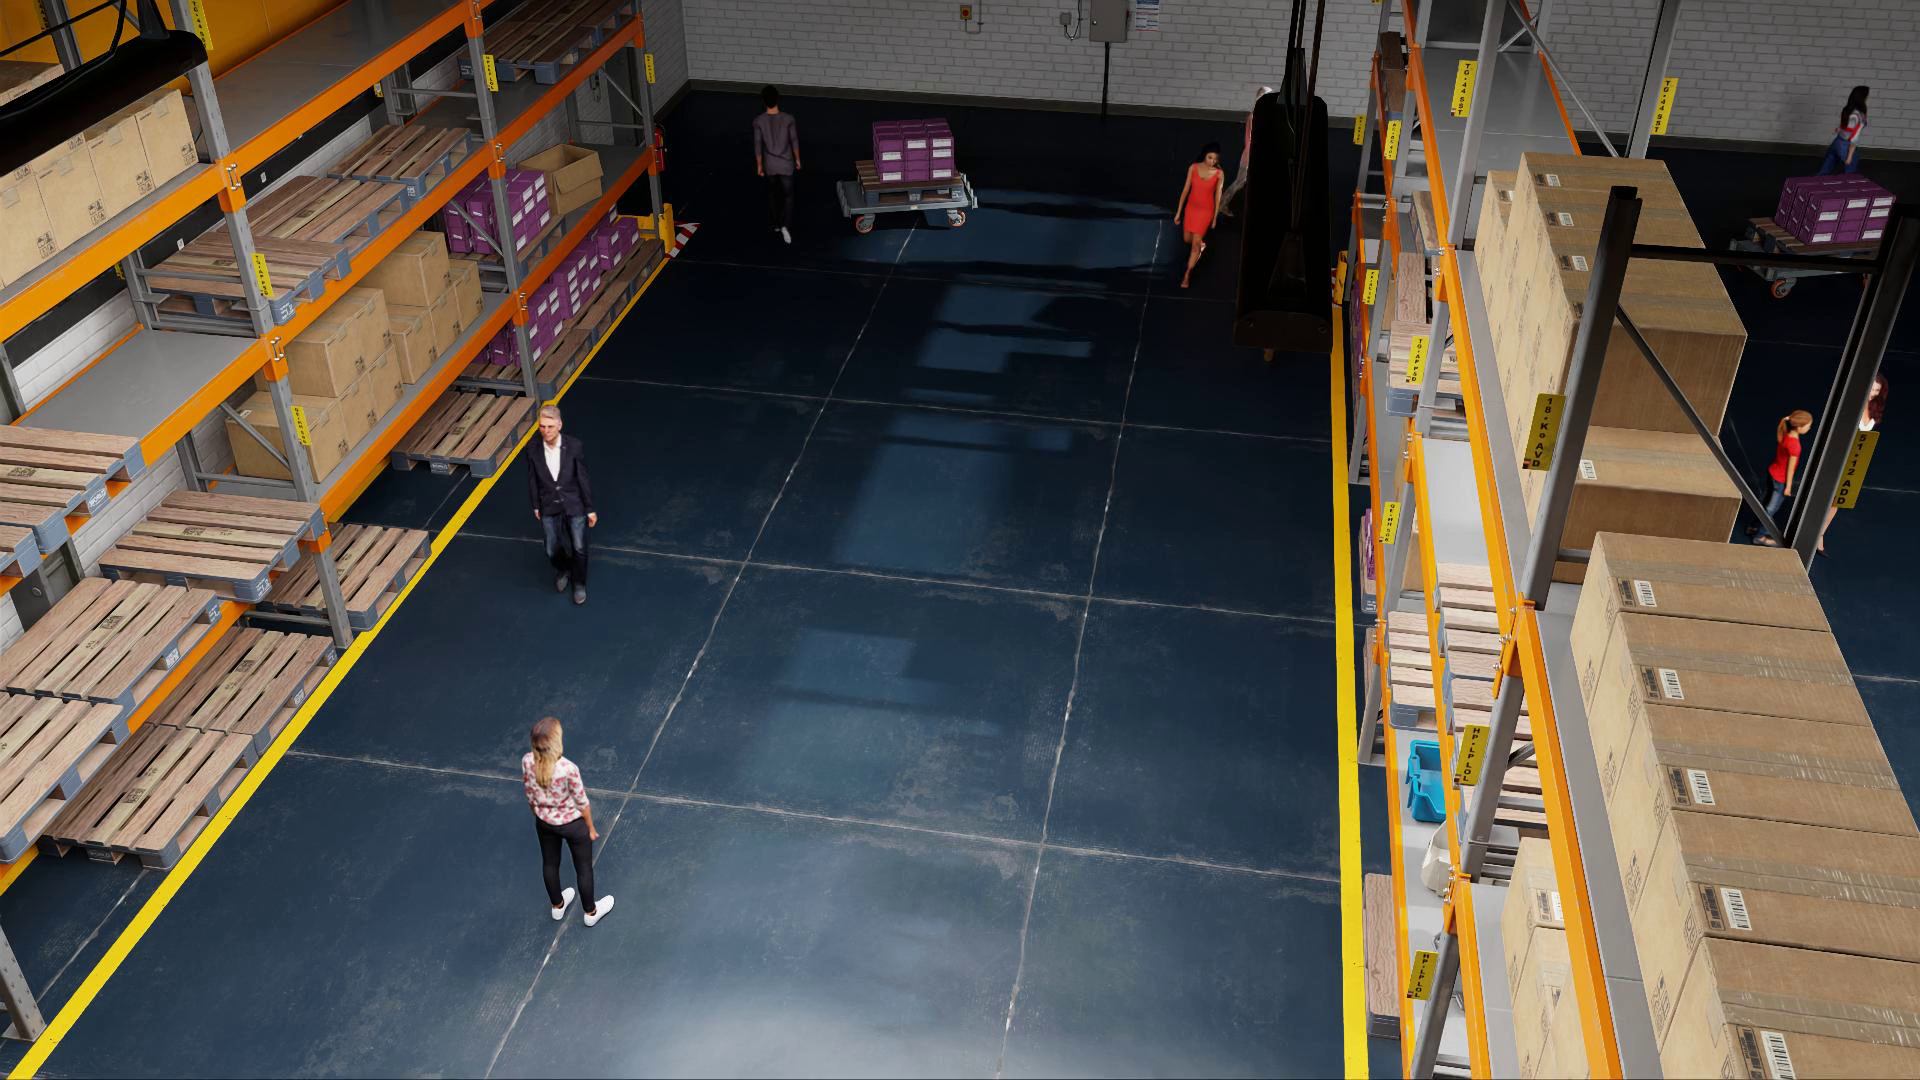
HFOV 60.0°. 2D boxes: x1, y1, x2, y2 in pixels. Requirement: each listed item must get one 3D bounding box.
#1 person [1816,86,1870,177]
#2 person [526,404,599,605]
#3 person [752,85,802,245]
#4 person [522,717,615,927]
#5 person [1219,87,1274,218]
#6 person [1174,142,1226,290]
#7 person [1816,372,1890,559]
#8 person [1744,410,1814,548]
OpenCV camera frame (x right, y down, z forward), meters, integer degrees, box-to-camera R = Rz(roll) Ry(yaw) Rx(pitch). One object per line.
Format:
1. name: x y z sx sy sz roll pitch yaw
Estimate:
1. person: 10.826 -4.797 20.537 0.954 1.572 1.086 -7 34 -11
2. person: -3.232 -0.345 13.628 0.770 1.805 0.754 -2 34 -3
3. person: -2.159 -4.443 19.775 0.774 1.826 1.083 1 34 1
4. person: -2.539 1.787 10.578 0.600 1.632 0.542 10 35 15
5. person: 3.503 -4.652 20.225 1.030 1.676 1.177 23 40 30
6. person: 2.730 -3.716 18.807 0.829 1.687 1.063 17 37 24
7. person: 7.455 -0.634 14.073 0.657 1.796 0.637 -8 34 -12
8. person: 7.080 -0.551 14.390 0.547 1.306 0.422 3 34 5
